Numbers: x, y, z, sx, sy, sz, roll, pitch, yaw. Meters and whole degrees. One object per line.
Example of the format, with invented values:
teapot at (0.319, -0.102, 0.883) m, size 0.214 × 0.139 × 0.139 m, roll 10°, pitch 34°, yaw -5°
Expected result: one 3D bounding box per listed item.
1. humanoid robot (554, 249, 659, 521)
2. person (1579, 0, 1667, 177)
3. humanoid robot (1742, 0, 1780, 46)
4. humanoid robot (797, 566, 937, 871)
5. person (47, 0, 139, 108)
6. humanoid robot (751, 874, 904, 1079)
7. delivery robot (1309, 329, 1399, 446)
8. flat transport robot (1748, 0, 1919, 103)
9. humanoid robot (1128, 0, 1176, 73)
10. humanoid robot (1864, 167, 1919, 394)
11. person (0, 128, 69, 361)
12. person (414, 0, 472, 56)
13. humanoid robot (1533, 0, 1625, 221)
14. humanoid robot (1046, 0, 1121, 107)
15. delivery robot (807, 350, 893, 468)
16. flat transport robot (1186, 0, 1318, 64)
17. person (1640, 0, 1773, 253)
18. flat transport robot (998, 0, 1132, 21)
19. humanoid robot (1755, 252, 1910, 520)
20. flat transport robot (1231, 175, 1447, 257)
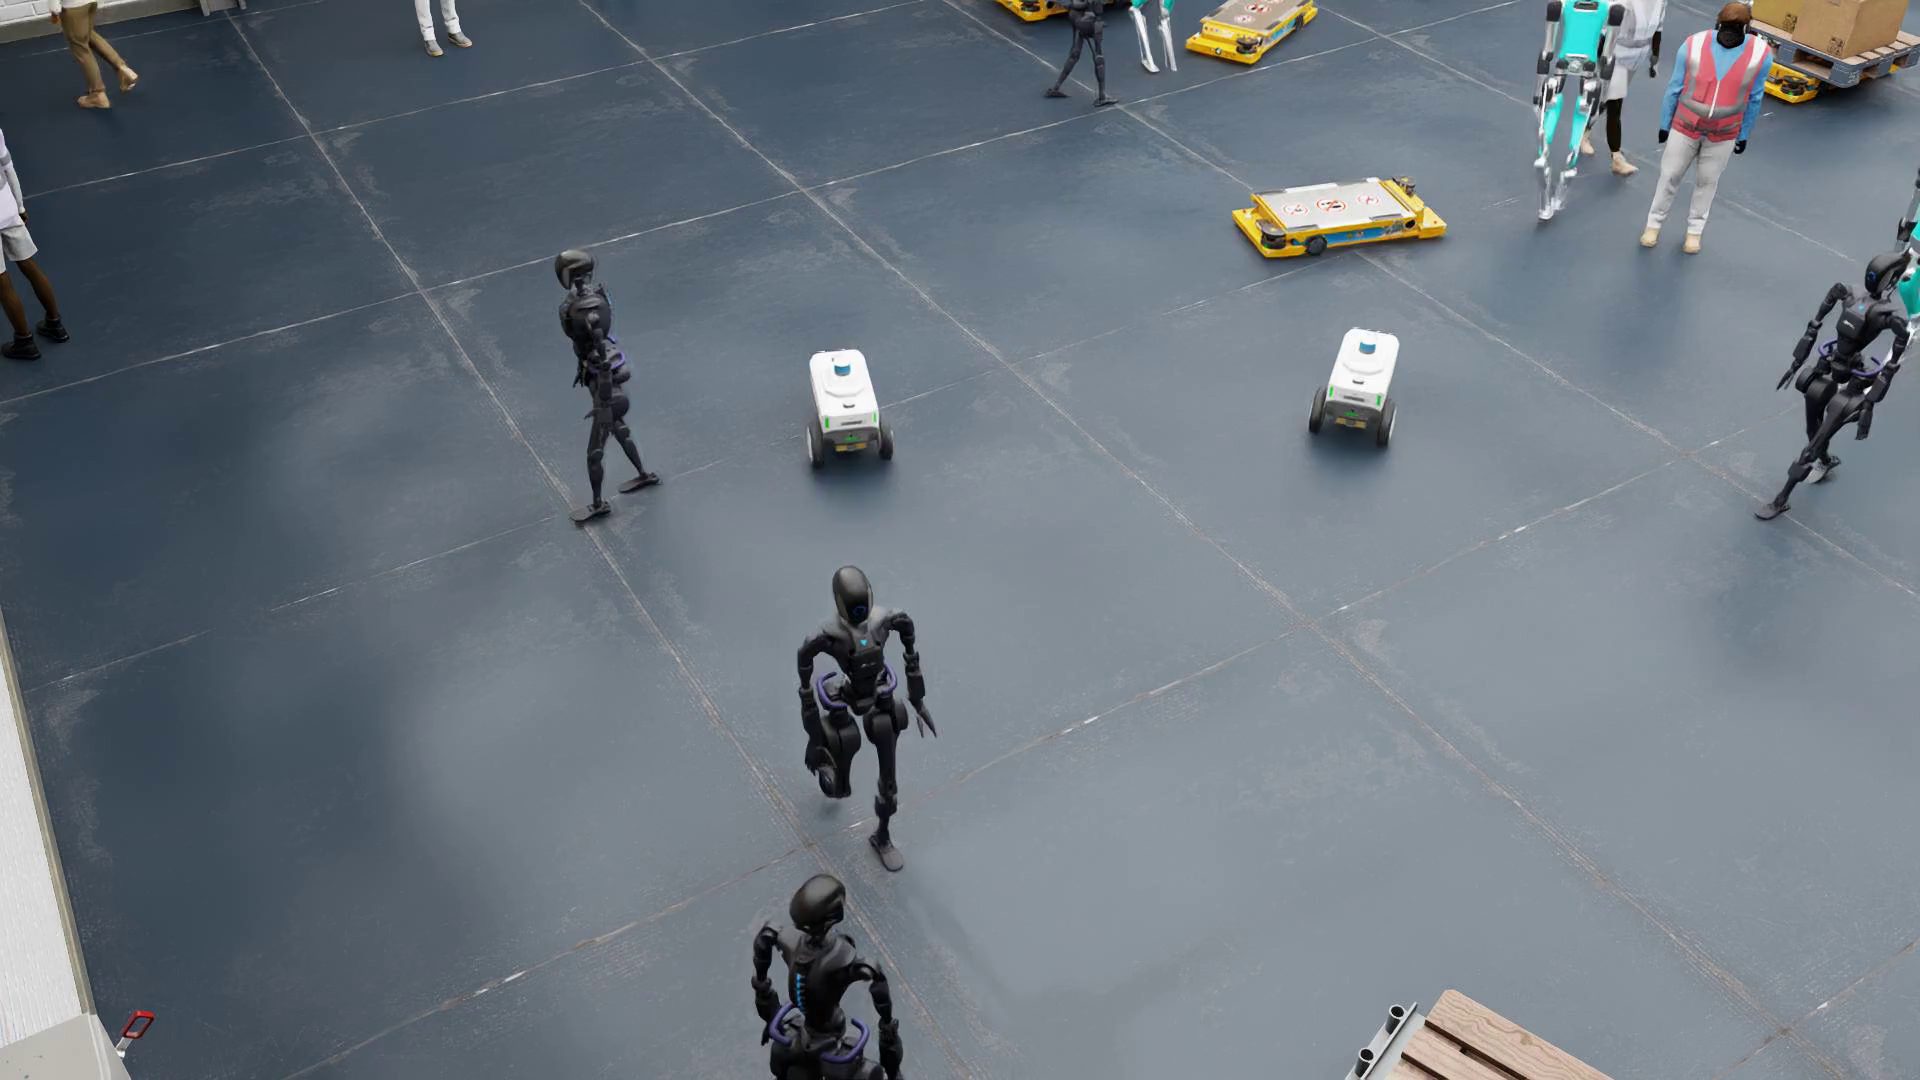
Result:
humanoid robot at (-2.055, -0.887, 9.286) m, size 0.643 × 1.636 × 0.588 m, roll -17°, pitch 42°, yaw -21°
person at (5.168, -3.641, 12.761) m, size 0.542 × 1.646 × 0.860 m, roll -18°, pitch 42°, yaw -22°
humanoid robot at (7.123, -5.122, 14.465) m, size 0.735 × 1.677 × 0.533 m, roll -11°, pitch 40°, yaw -14°
humanoid robot at (-0.437, 0.703, 7.287) m, size 0.601 × 1.638 × 0.619 m, roll -16°, pitch 41°, yaw -19°
person at (-7.251, -4.404, 13.644) m, size 0.434 × 1.749 × 0.552 m, roll 6°, pitch 39°, yaw 7°
humanoid robot at (-0.503, 1.853, 5.831) m, size 0.598 × 1.629 × 0.642 m, roll 16°, pitch 41°, yaw 19°
delivery robot at (2.476, -0.958, 10.286) m, size 0.499 × 0.614 × 0.791 m, roll 13°, pitch 40°, yaw 15°
flat transport robot at (7.484, -4.148, 14.525) m, size 1.431 × 0.231 × 0.659 m, roll -21°, pitch 43°, yaw -24°
humanoid robot at (1.689, -4.857, 14.276) m, size 0.540 × 1.842 × 0.679 m, roll -15°, pitch 41°, yaw -18°
humanoid robot at (6.136, -1.657, 10.221) m, size 0.926 × 1.782 × 0.544 m, roll -17°, pitch 42°, yaw -21°
person at (-6.166, -2.043, 10.528) m, size 0.351 × 1.938 × 0.543 m, roll 16°, pitch 41°, yaw 20°
person at (-4.669, -5.231, 14.594) m, size 0.573 × 1.883 × 0.355 m, roll -30°, pitch 47°, yaw -32°
humanoid robot at (4.389, -3.114, 12.064) m, size 0.554 × 1.781 × 0.855 m, roll 13°, pitch 40°, yaw 16°
humanoid robot at (1.060, -4.424, 13.764) m, size 0.604 × 1.644 × 0.609 m, roll -7°, pitch 39°, yaw -9°
delivery robot at (-0.700, -0.814, 10.097) m, size 0.499 × 0.606 × 0.794 m, roll -7°, pitch 39°, yaw -9°
flat transport robot at (2.698, -4.753, 15.289) m, size 0.659 × 0.231 × 1.431 m, roll 22°, pitch 44°, yaw 26°
person at (5.234, -2.893, 11.689) m, size 0.628 × 1.835 × 0.431 m, roll 15°, pitch 41°, yaw 18°
flat transport robot at (1.112, -5.282, 15.957) m, size 1.431 × 0.231 × 0.659 m, roll -17°, pitch 42°, yaw -21°
humanoid robot at (4.945, -0.897, 9.334) m, size 0.789 × 1.628 × 0.600 m, roll -20°, pitch 43°, yaw -24°
flat transport robot at (2.805, -2.394, 12.312) m, size 1.431 × 0.231 × 0.659 m, roll -9°, pitch 39°, yaw -12°
